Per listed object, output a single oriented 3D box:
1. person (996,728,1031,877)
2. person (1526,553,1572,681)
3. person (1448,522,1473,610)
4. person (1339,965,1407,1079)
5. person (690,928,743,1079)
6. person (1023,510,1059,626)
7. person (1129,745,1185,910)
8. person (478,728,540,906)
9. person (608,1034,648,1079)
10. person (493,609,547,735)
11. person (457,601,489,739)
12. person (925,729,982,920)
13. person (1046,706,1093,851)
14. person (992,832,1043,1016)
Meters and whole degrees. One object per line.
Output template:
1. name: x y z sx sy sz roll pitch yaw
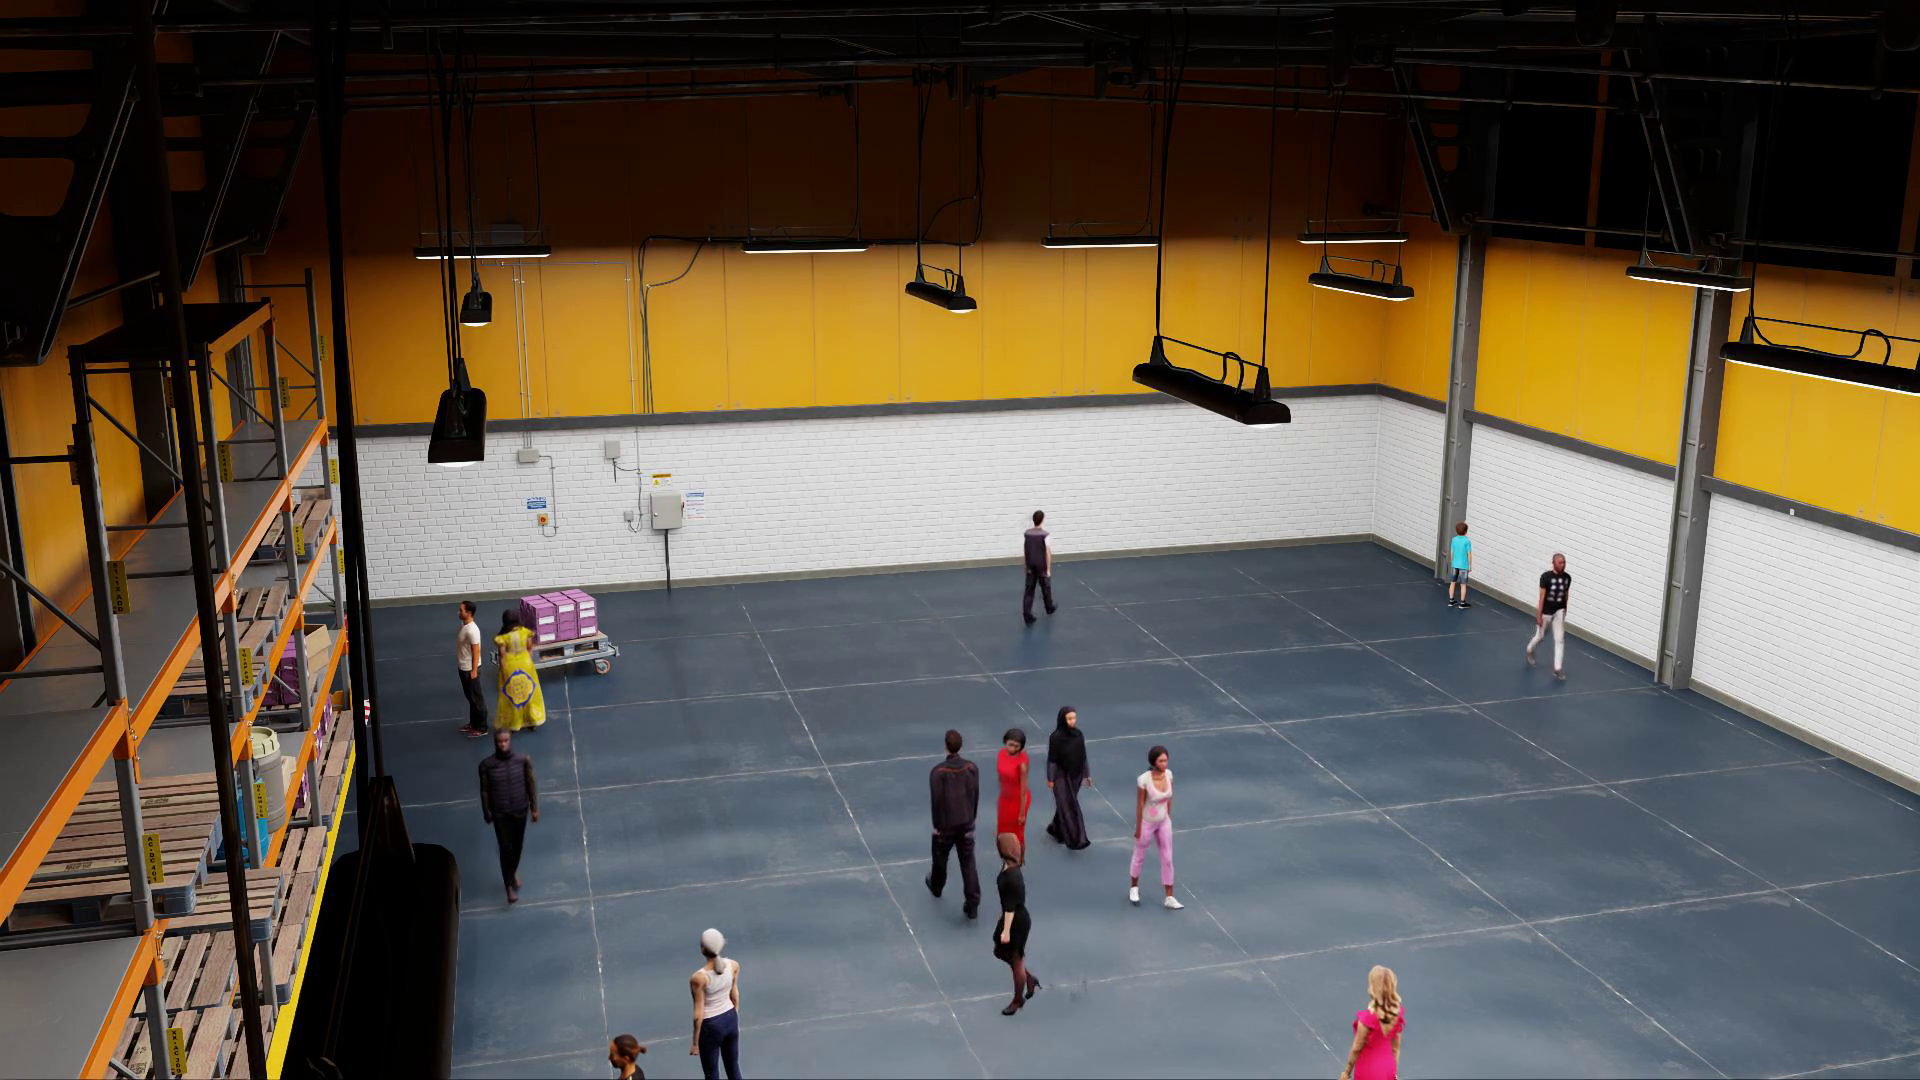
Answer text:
1. person: 0.575 2.740 17.318 0.813 1.716 0.752 -12 18 -41
2. person: 8.534 1.062 24.129 0.774 1.773 1.233 -2 14 -7
3. person: 8.292 0.399 27.555 0.656 1.448 0.556 -12 18 -41
4. person: 3.103 3.990 12.214 0.809 1.690 1.095 -9 17 -34
5. person: -1.879 3.815 12.905 0.693 1.703 0.688 13 19 43
6. person: 1.185 0.473 26.483 1.148 1.809 1.226 7 15 28
7. person: 1.917 2.865 16.802 0.706 1.717 0.939 -5 15 -21
8. person: -4.616 2.768 17.048 0.816 1.789 1.171 -6 15 -23
9. person: -2.242 4.174 11.497 0.650 1.668 0.473 -3 14 -11
10. person: -5.806 1.695 21.754 0.954 1.659 0.916 -9 16 -34
11. person: -6.350 1.653 21.619 0.758 1.805 0.587 -9 16 -32
12. person: -0.018 2.854 16.520 0.741 1.870 1.217 -5 14 -18
13. person: 1.124 2.560 18.290 0.844 1.610 1.102 -10 17 -36
14. person: 0.561 3.391 14.693 0.681 1.686 0.597 -4 14 -14
